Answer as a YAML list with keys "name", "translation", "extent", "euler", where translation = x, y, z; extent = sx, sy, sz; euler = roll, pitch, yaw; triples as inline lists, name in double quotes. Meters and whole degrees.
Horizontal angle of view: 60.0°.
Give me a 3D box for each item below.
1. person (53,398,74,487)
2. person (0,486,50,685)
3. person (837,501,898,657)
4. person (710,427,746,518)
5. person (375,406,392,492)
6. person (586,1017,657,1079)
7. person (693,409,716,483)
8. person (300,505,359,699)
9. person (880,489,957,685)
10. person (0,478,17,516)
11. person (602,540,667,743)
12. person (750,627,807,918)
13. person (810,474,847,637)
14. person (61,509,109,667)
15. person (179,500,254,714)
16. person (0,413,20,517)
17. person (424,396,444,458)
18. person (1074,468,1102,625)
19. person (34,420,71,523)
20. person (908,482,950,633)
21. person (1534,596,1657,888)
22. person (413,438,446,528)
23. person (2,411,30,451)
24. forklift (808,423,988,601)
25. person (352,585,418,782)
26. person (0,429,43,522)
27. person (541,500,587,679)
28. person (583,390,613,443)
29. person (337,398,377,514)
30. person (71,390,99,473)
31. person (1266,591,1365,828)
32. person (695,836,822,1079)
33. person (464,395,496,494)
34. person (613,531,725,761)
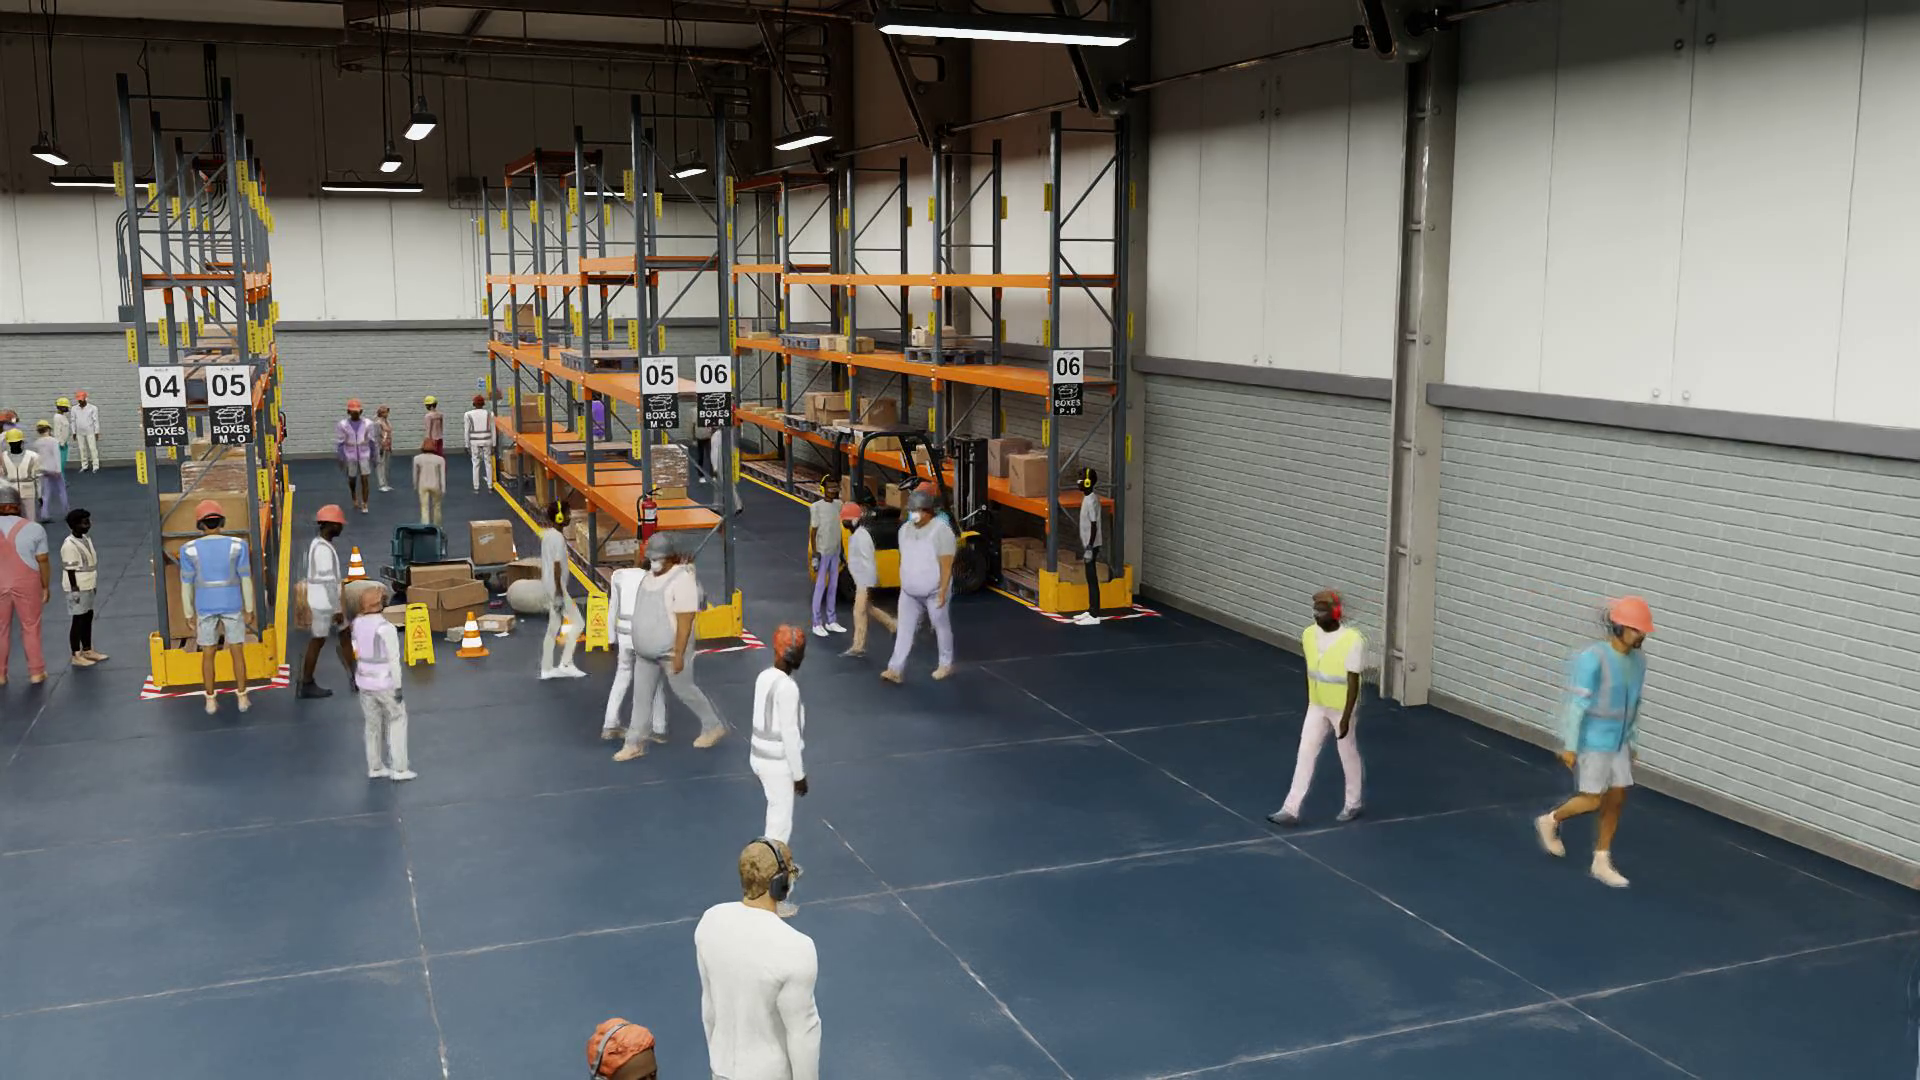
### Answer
- name: "person"
  translation: [-17.566, -1.909, 32.589]
  extent: [0.373, 1.752, 0.518]
  euler: [-2, 9, -13]
- name: "person"
  translation: [-9.585, 0.444, 16.850]
  extent: [0.684, 2.000, 0.535]
  euler: [-4, 10, -22]
- name: "person"
  translation: [-0.983, 0.418, 18.017]
  extent: [0.712, 1.720, 0.575]
  euler: [-2, 9, -13]
- name: "person"
  translation: [-4.025, -1.280, 28.579]
  extent: [0.890, 1.780, 0.626]
  euler: [3, 10, 18]
- name: "person"
  translation: [-11.104, -1.748, 31.985]
  extent: [0.323, 1.626, 0.598]
  euler: [0, 9, -1]
- name: "person"
  translation: [-1.023, 2.384, 5.139]
  extent: [0.355, 1.883, 0.573]
  euler: [5, 10, 30]
- name: "person"
  translation: [-5.009, -1.997, 32.881]
  extent: [0.555, 1.820, 0.980]
  euler: [-4, 10, -25]
- name: "person"
  translation: [-6.085, 0.602, 16.312]
  extent: [0.917, 1.890, 0.579]
  euler: [-3, 10, -21]
- name: "person"
  translation: [-0.385, 0.452, 16.804]
  extent: [0.697, 2.000, 0.998]
  euler: [5, 10, 28]
- name: "person"
  translation: [-12.211, -0.109, 20.879]
  extent: [0.663, 1.866, 0.594]
  euler: [-5, 10, -30]
- name: "person"
  translation: [-2.839, 0.893, 14.662]
  extent: [0.675, 1.847, 0.388]
  euler: [2, 9, 13]
- name: "person"
  translation: [-1.209, 1.483, 10.987]
  extent: [0.549, 1.841, 0.768]
  euler: [-4, 10, -22]
- name: "person"
  translation: [-1.506, 0.165, 19.148]
  extent: [0.315, 1.869, 0.526]
  euler: [8, 12, 41]
- name: "person"
  translation: [-9.301, 0.503, 17.599]
  extent: [0.323, 1.686, 0.538]
  euler: [-1, 9, -7]
- name: "person"
  translation: [-7.008, 0.632, 15.704]
  extent: [0.615, 2.033, 0.409]
  euler: [-4, 10, -23]
- name: "person"
  translation: [-15.024, -1.018, 26.112]
  extent: [0.647, 2.026, 0.426]
  euler: [6, 11, 32]
- name: "person"
  translation: [-10.424, -1.973, 32.926]
  extent: [0.313, 1.769, 0.524]
  euler: [3, 9, 16]
- name: "person"
  translation: [1.519, 0.076, 19.705]
  extent: [0.335, 1.873, 0.519]
  euler: [1, 9, 5]
- name: "person"
  translation: [-15.235, -1.153, 27.926]
  extent: [0.593, 1.705, 0.783]
  euler: [2, 9, 10]
- name: "person"
  translation: [-0.395, 0.197, 19.305]
  extent: [0.561, 1.752, 0.326]
  euler: [5, 10, 29]
- name: "person"
  translation: [4.335, 1.338, 11.303]
  extent: [0.654, 2.015, 0.706]
  euler: [-5, 10, -28]
- name: "person"
  translation: [-8.343, -0.812, 26.164]
  extent: [0.511, 1.593, 0.843]
  euler: [-2, 9, -12]
- name: "person"
  translation: [-17.765, -1.635, 31.314]
  extent: [0.829, 1.586, 0.525]
  euler: [4, 10, 23]
- name: "forklift"
  translation: [-0.830, -0.399, 21.676]
  extent: [2.313, 2.155, 1.214]
  euler: [-4, 10, -21]
- name: "person"
  translation: [-4.723, 1.174, 13.564]
  extent: [0.534, 1.628, 0.376]
  euler: [6, 11, 31]
- name: "person"
  translation: [-13.645, -0.658, 24.141]
  extent: [0.594, 1.926, 0.367]
  euler: [-4, 10, -25]
- name: "person"
  translation: [-4.051, 0.514, 17.013]
  extent: [0.598, 1.849, 0.574]
  euler: [-5, 10, -27]
- name: "person"
  translation: [-7.366, -2.158, 33.856]
  extent: [0.625, 1.844, 0.429]
  euler: [-5, 10, -29]
- name: "person"
  translation: [-10.491, -1.469, 28.966]
  extent: [0.615, 2.029, 0.601]
  euler: [-3, 10, -20]
- name: "person"
  translation: [-18.352, -2.270, 34.878]
  extent: [0.568, 1.740, 0.354]
  euler: [0, 9, -2]
- name: "person"
  translation: [2.718, 1.272, 12.387]
  extent: [0.951, 1.793, 0.598]
  euler: [-7, 12, -39]
- name: "person"
  translation: [-0.797, 2.125, 6.638]
  extent: [0.625, 1.931, 0.380]
  euler: [7, 12, 39]
- name: "person"
  translation: [-9.102, -1.819, 31.585]
  extent: [0.586, 1.883, 0.340]
  euler: [-3, 10, -20]
- name: "person"
  translation: [-2.485, 0.848, 14.311]
  extent: [0.677, 2.000, 0.969]
  euler: [8, 12, 42]
